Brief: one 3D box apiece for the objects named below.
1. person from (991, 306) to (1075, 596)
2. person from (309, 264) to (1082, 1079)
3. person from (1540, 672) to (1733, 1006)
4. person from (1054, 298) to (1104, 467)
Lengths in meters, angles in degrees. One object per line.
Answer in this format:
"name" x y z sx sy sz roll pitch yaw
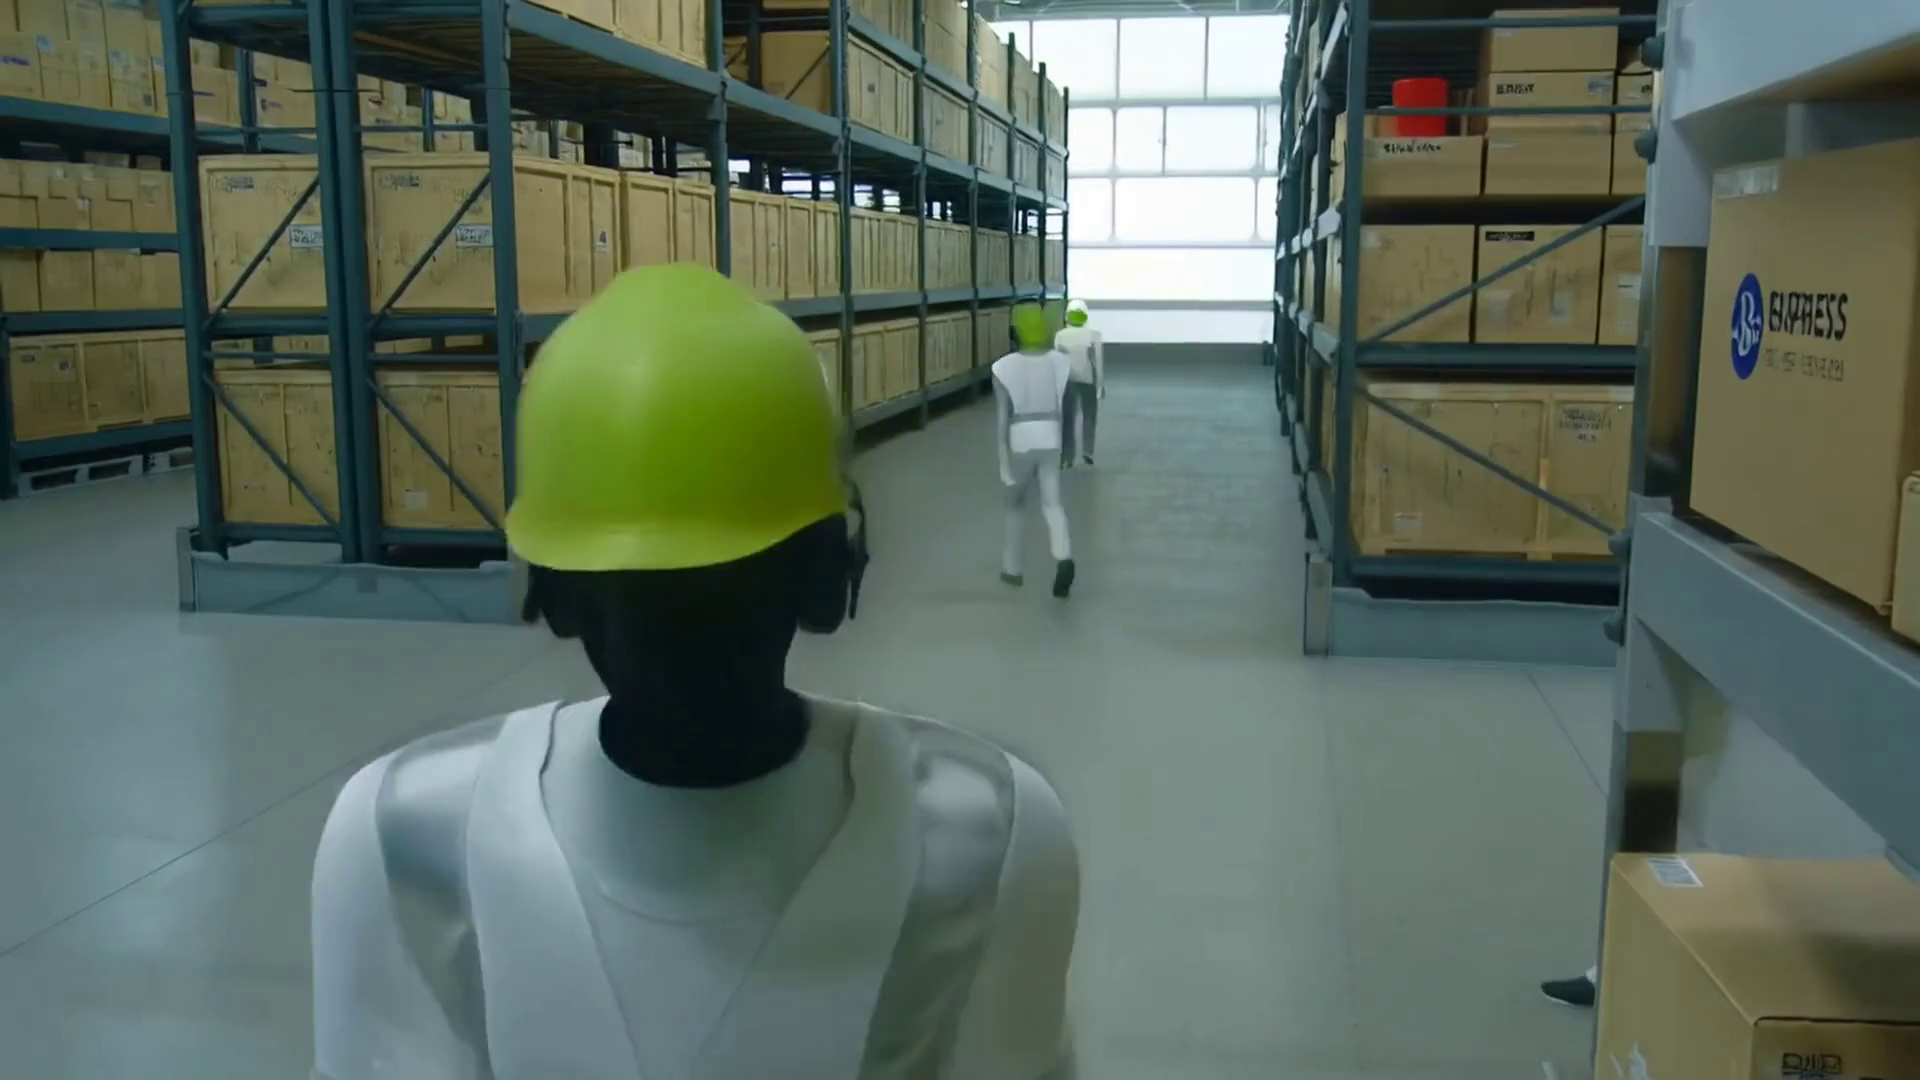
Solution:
"person" 0.478 -0.565 10.507 0.574 1.816 0.852 -3 10 -18
"person" -0.214 0.806 1.341 0.616 2.024 0.542 1 9 4
"person" 1.920 0.539 4.303 0.706 1.606 0.502 6 11 34
"person" 1.248 -1.653 17.419 0.554 1.742 0.622 2 9 13
